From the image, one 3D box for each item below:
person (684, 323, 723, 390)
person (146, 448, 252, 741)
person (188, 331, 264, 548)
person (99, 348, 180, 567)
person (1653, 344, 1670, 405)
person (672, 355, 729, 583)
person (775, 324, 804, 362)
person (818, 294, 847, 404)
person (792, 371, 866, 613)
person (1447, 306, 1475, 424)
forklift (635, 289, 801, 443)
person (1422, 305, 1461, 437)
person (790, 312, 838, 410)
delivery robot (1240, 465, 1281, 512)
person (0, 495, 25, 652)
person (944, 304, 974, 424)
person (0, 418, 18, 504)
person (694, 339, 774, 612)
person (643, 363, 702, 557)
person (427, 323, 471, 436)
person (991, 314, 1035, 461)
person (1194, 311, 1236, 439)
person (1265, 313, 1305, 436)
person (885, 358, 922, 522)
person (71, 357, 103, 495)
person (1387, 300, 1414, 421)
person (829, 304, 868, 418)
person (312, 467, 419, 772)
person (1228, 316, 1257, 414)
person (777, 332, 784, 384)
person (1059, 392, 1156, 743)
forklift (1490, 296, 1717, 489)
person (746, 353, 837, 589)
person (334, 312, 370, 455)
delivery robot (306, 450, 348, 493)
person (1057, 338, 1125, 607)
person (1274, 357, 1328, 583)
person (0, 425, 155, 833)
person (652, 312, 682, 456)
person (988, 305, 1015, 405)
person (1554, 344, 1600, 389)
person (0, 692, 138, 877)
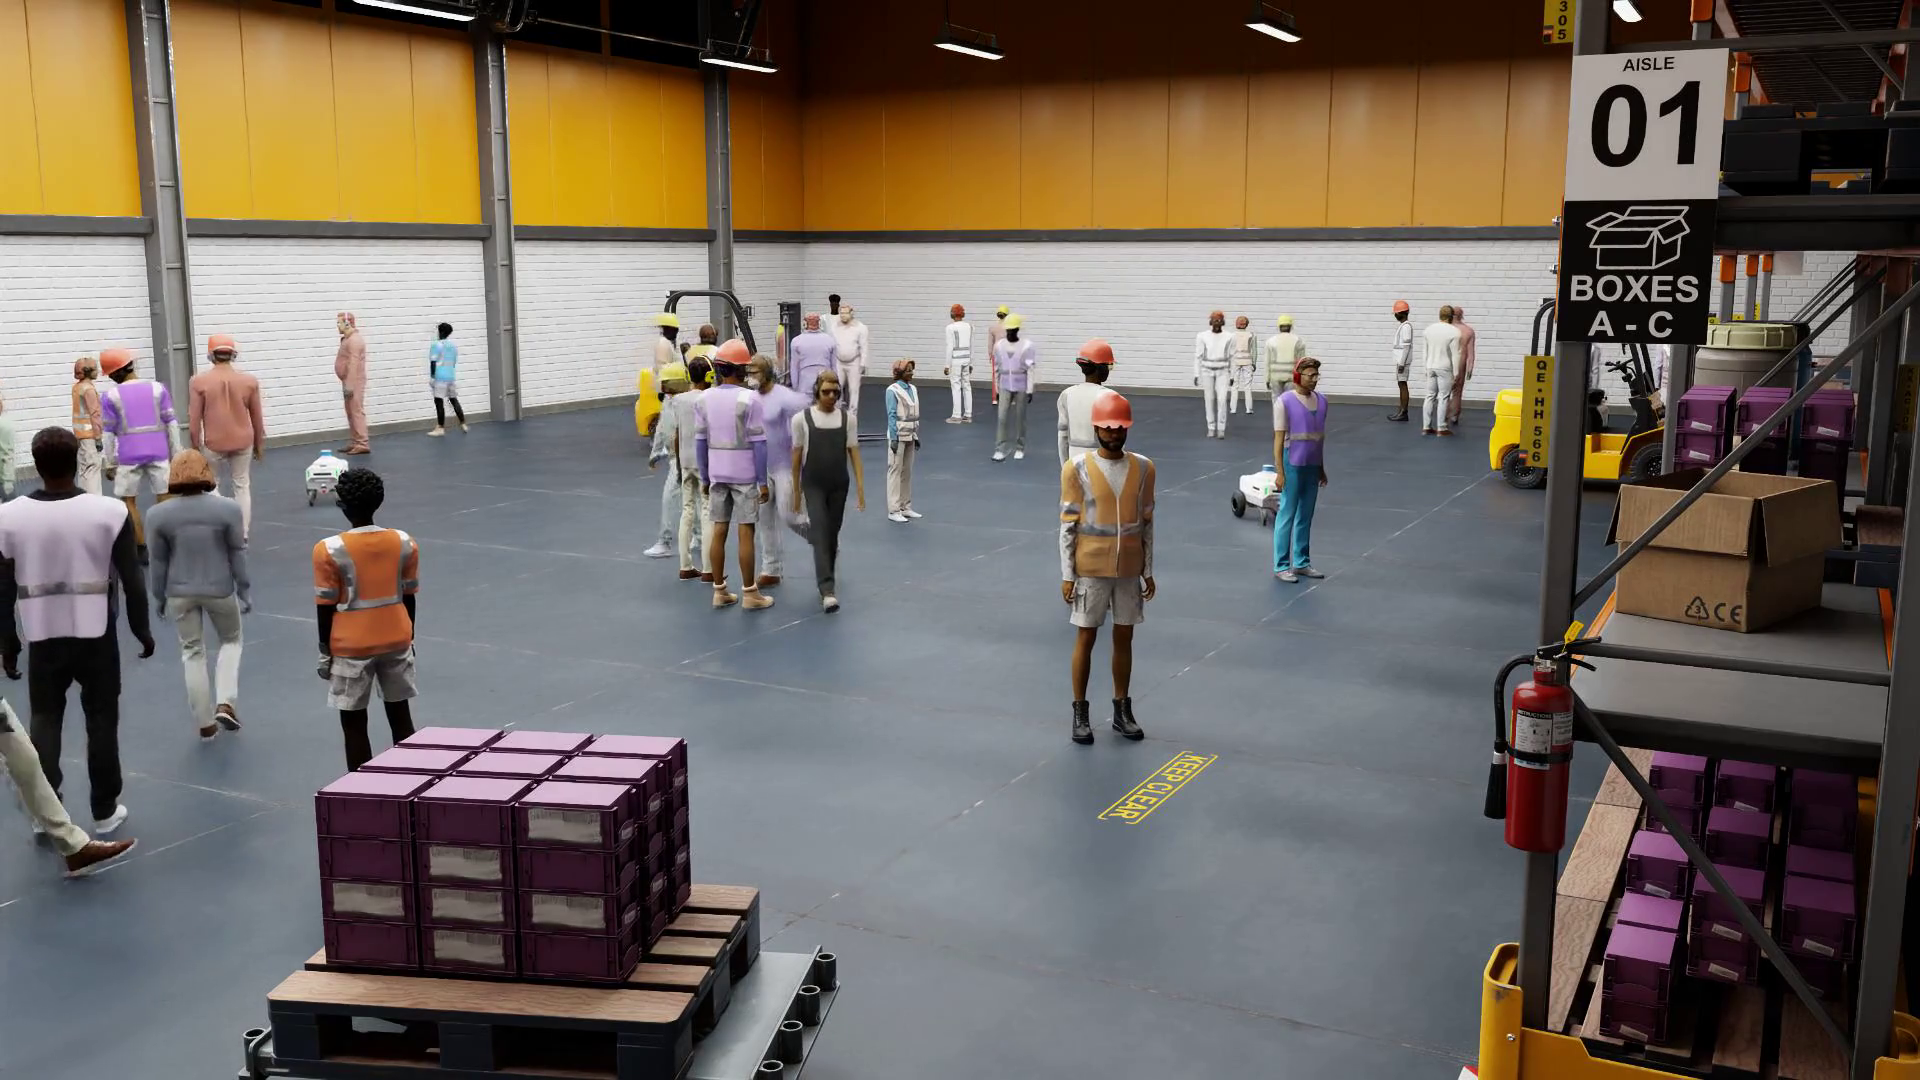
[{"bbox_3d":[-3.046,-1.716,20.249,0.633,1.842,0.429,7,12,34],"label":"person"},{"bbox_3d":[-4.187,0.301,9.180,0.512,1.614,0.359,-3,10,-16],"label":"person"},{"bbox_3d":[-6.620,-0.887,15.017,0.644,1.979,0.426,-7,12,-34],"label":"person"},{"bbox_3d":[-6.988,-0.700,14.240,0.627,1.888,0.440,-8,12,-38],"label":"person"},{"bbox_3d":[9.579,-2.049,22.174,0.636,1.840,0.429,3,10,14],"label":"person"},{"bbox_3d":[-2.126,-0.577,13.616,0.500,1.861,0.327,4,11,24],"label":"person"},{"bbox_3d":[-2.662,-2.788,26.450,0.429,1.841,0.633,-8,13,-40],"label":"person"},{"bbox_3d":[-2.227,-3.390,29.569,0.606,1.967,0.367,0,10,1],"label":"person"},{"bbox_3d":[-0.977,-0.370,12.564,0.522,1.797,0.863,-4,11,-22],"label":"person"},{"bbox_3d":[7.655,-2.693,25.845,0.638,1.870,0.954,2,10,10],"label":"person"},{"bbox_3d":[-3.358,-2.392,23.136,2.313,2.155,1.214,-1,10,-5],"label":"forklift"},{"bbox_3d":[7.065,-2.475,24.397,0.381,1.932,0.643,-7,12,-37],"label":"person"},{"bbox_3d":[-1.952,-2.083,22.205,0.639,1.900,0.401,-3,10,-17],"label":"person"},{"bbox_3d":[3.086,-0.511,16.713,0.477,0.478,0.707,-2,10,-12],"label":"delivery robot"},{"bbox_3d":[-6.455,-0.011,10.972,0.274,1.632,0.507,0,10,2],"label":"person"},{"bbox_3d":[-0.014,-2.782,26.282,0.583,1.884,0.337,-9,13,-43],"label":"person"},{"bbox_3d":[-8.082,-0.492,13.884,0.513,1.581,0.888,2,10,13],"label":"person"},{"bbox_3d":[-1.691,-0.482,12.511,0.605,2.045,0.383,5,11,26],"label":"person"},{"bbox_3d":[-2.579,-0.708,14.787,0.795,1.715,0.501,-6,12,-33],"label":"person"},{"bbox_3d":[-7.539,-2.362,24.491,0.407,1.662,0.649,3,10,19],"label":"person"},{"bbox_3d":[0.667,-1.948,21.426,0.599,1.888,0.890,3,10,18],"label":"person"},{"bbox_3d":[3.687,-2.379,24.066,0.587,1.847,0.873,2,10,10],"label":"person"},{"bbox_3d":[4.728,-2.388,24.221,0.588,1.814,0.515,1,10,7],"label":"person"},{"bbox_3d":[-0.574,-1.007,16.724,0.308,1.640,0.510,5,11,26],"label":"person"},{"bbox_3d":[-8.806,-1.028,16.843,0.310,1.638,0.523,-9,13,-43],"label":"person"},{"bbox_3d":[7.066,-2.867,26.656,0.368,1.929,0.542,2,10,10],"label":"person"},{"bbox_3d":[-1.762,-2.739,26.005,0.665,1.897,0.479,2,10,10],"label":"person"},{"bbox_3d":[-2.786,0.500,7.856,0.321,1.689,0.530,8,13,38],"label":"person"},{"bbox_3d":[4.699,-2.916,27.776,0.515,1.639,0.314,2,10,13],"label":"person"},{"bbox_3d":[-2.658,-2.655,25.920,0.326,1.760,0.524,-6,11,-31],"label":"person"},{"bbox_3d":[0.823,0.153,9.143,0.551,1.936,0.357,-3,10,-14],"label":"person"},{"bbox_3d":[7.296,-1.677,18.993,2.313,2.155,1.214,5,11,27],"label":"forklift"},{"bbox_3d":[-1.411,-0.563,13.408,0.655,1.914,0.705,8,13,40],"label":"person"},{"bbox_3d":[-8.137,-2.091,22.232,0.402,1.905,0.680,-5,11,-25],"label":"person"},{"bbox_3d":[-6.830,-0.726,17.959,0.477,0.478,0.707,-2,10,-12],"label":"delivery robot"},{"bbox_3d":[1.020,-0.506,12.652,0.605,2.045,0.377,10,14,44],"label":"person"},{"bbox_3d":[2.787,-0.582,13.667,0.575,1.841,0.375,-7,12,-37],"label":"person"},{"bbox_3d":[-4.048,0.429,7.614,0.616,1.913,0.478,-3,10,-16],"label":"person"},{"bbox_3d":[-3.845,-2.041,21.945,0.416,1.911,0.585,-1,10,-5],"label":"person"},{"bbox_3d":[0.759,-3.253,29.357,0.534,1.767,0.314,3,10,16],"label":"person"},{"bbox_3d":[8.091,-1.998,21.967,0.601,1.815,0.495,7,12,37],"label":"person"},{"bbox_3d":[-4.037,0.605,6.882,0.977,1.819,0.540,-1,10,-8],"label":"person"}]
